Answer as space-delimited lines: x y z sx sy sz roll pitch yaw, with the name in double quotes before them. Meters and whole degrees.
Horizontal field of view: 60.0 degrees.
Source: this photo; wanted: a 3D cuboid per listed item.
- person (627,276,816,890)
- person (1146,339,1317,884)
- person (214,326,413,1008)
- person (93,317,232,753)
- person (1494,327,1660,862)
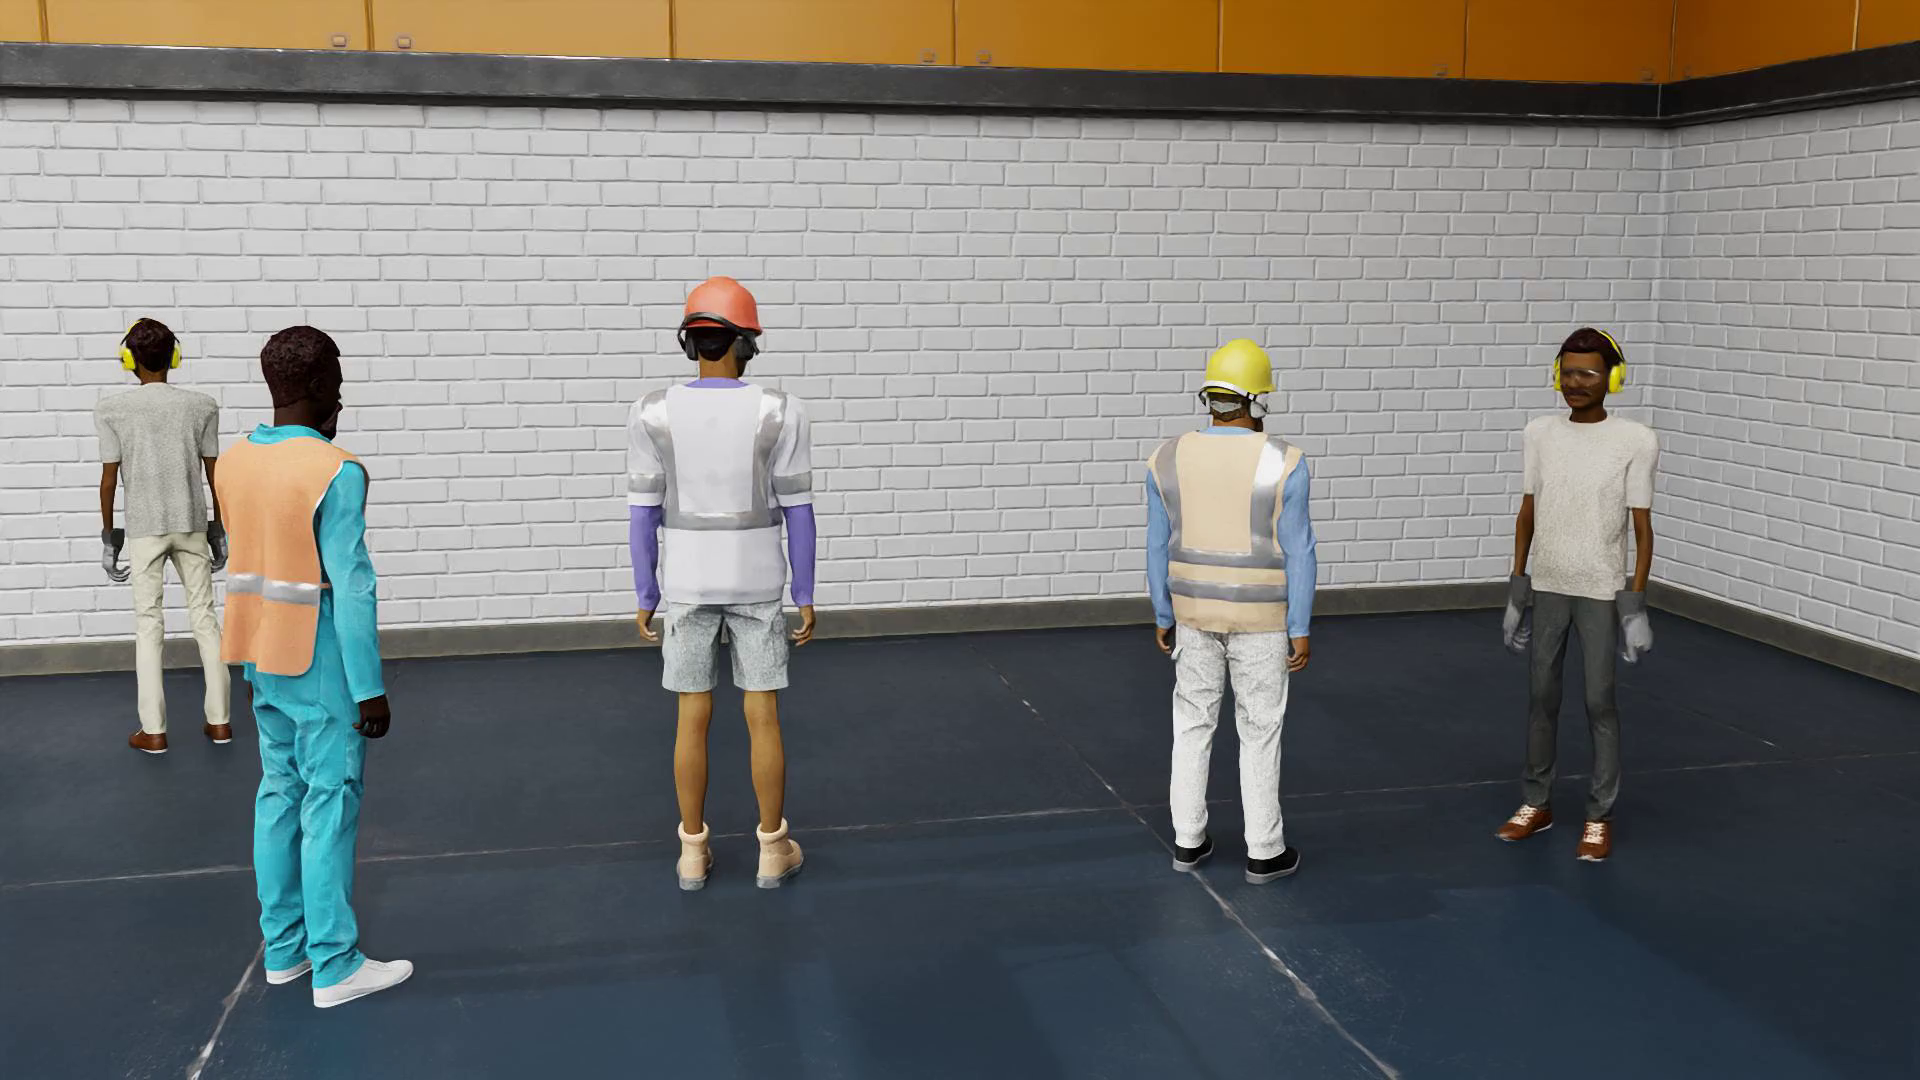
"person" -0.783 0.150 5.560 0.614 2.039 0.390 0 9 0
"person" 0.924 0.243 5.628 0.587 1.834 0.403 5 11 29
"person" -1.851 0.359 4.697 0.587 1.911 0.397 6 11 34
"person" -3.419 -0.018 7.156 0.508 1.861 0.328 -7 11 -35
"person" 2.181 0.189 5.857 0.540 1.869 0.317 9 13 44
